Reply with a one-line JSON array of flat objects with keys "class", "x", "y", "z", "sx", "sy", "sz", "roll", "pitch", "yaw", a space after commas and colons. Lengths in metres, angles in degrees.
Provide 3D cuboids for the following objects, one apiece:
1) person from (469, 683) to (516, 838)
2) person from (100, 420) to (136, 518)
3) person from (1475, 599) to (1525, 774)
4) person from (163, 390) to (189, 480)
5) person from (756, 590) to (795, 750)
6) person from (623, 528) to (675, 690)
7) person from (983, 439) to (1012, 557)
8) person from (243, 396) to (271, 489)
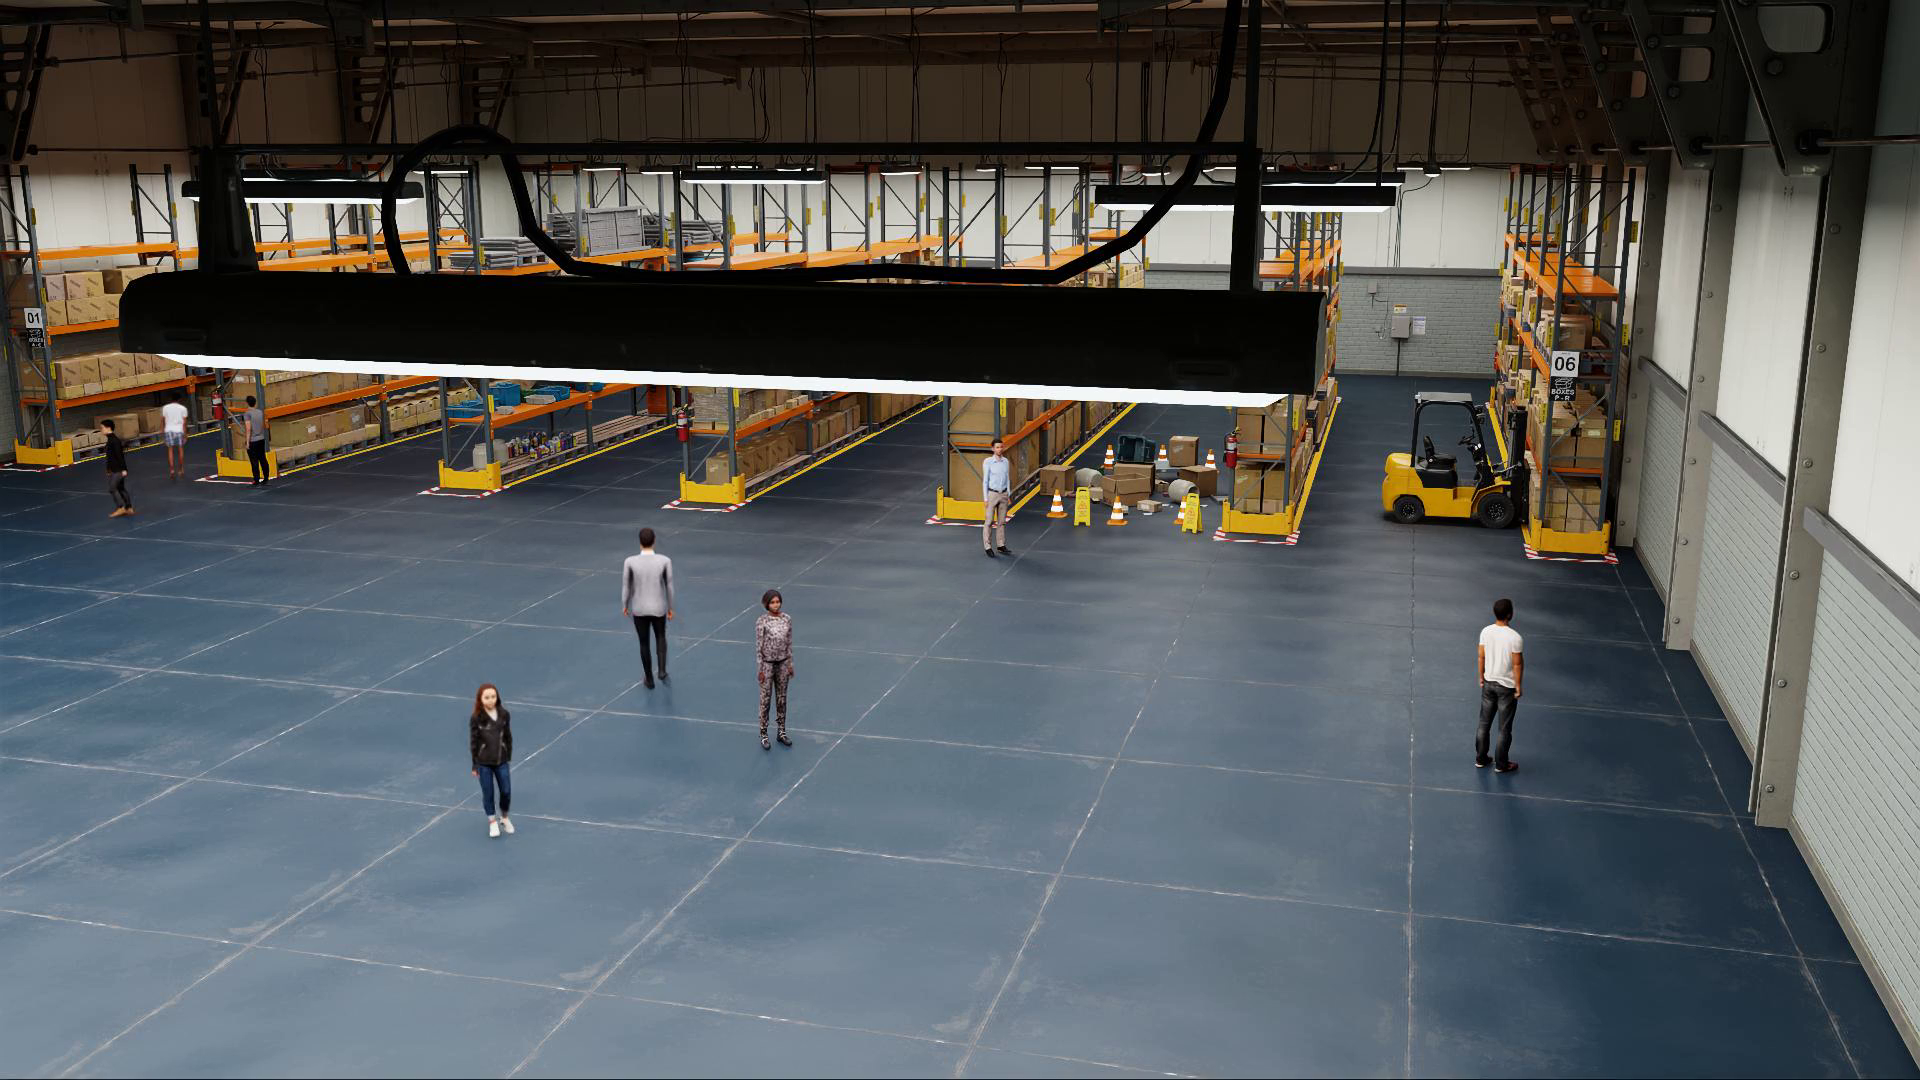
[{"class": "person", "x": -4.365, "y": 2.025, "z": 15.433, "sx": 0.662, "sy": 1.472, "sz": 0.719, "roll": -7, "pitch": 15, "yaw": -29}, {"class": "person", "x": -14.652, "y": -1.255, "z": 29.069, "sx": 0.868, "sy": 1.711, "sz": 0.821, "roll": -9, "pitch": 16, "yaw": -34}, {"class": "person", "x": 5.529, "y": 1.477, "z": 17.064, "sx": 0.739, "sy": 1.804, "sz": 0.725, "roll": -11, "pitch": 17, "yaw": -39}, {"class": "person", "x": -15.332, "y": -2.022, "z": 32.454, "sx": 1.069, "sy": 1.677, "sz": 1.239, "roll": -6, "pitch": 14, "yaw": -23}, {"class": "person", "x": -1.983, "y": 1.363, "z": 17.758, "sx": 0.681, "sy": 1.713, "sz": 0.735, "roll": -6, "pitch": 15, "yaw": -26}, {"class": "person", "x": -3.668, "y": 0.829, "z": 19.634, "sx": 0.932, "sy": 1.908, "sz": 0.978, "roll": -4, "pitch": 14, "yaw": -17}, {"class": "person", "x": 0.583, "y": -0.694, "z": 26.342, "sx": 0.750, "sy": 1.848, "sz": 0.805, "roll": -7, "pitch": 15, "yaw": -27}, {"class": "person", "x": -13.439, "y": -1.887, "z": 31.702, "sx": 0.681, "sy": 1.754, "sz": 0.463, "roll": 4, "pitch": 14, "yaw": 17}]
